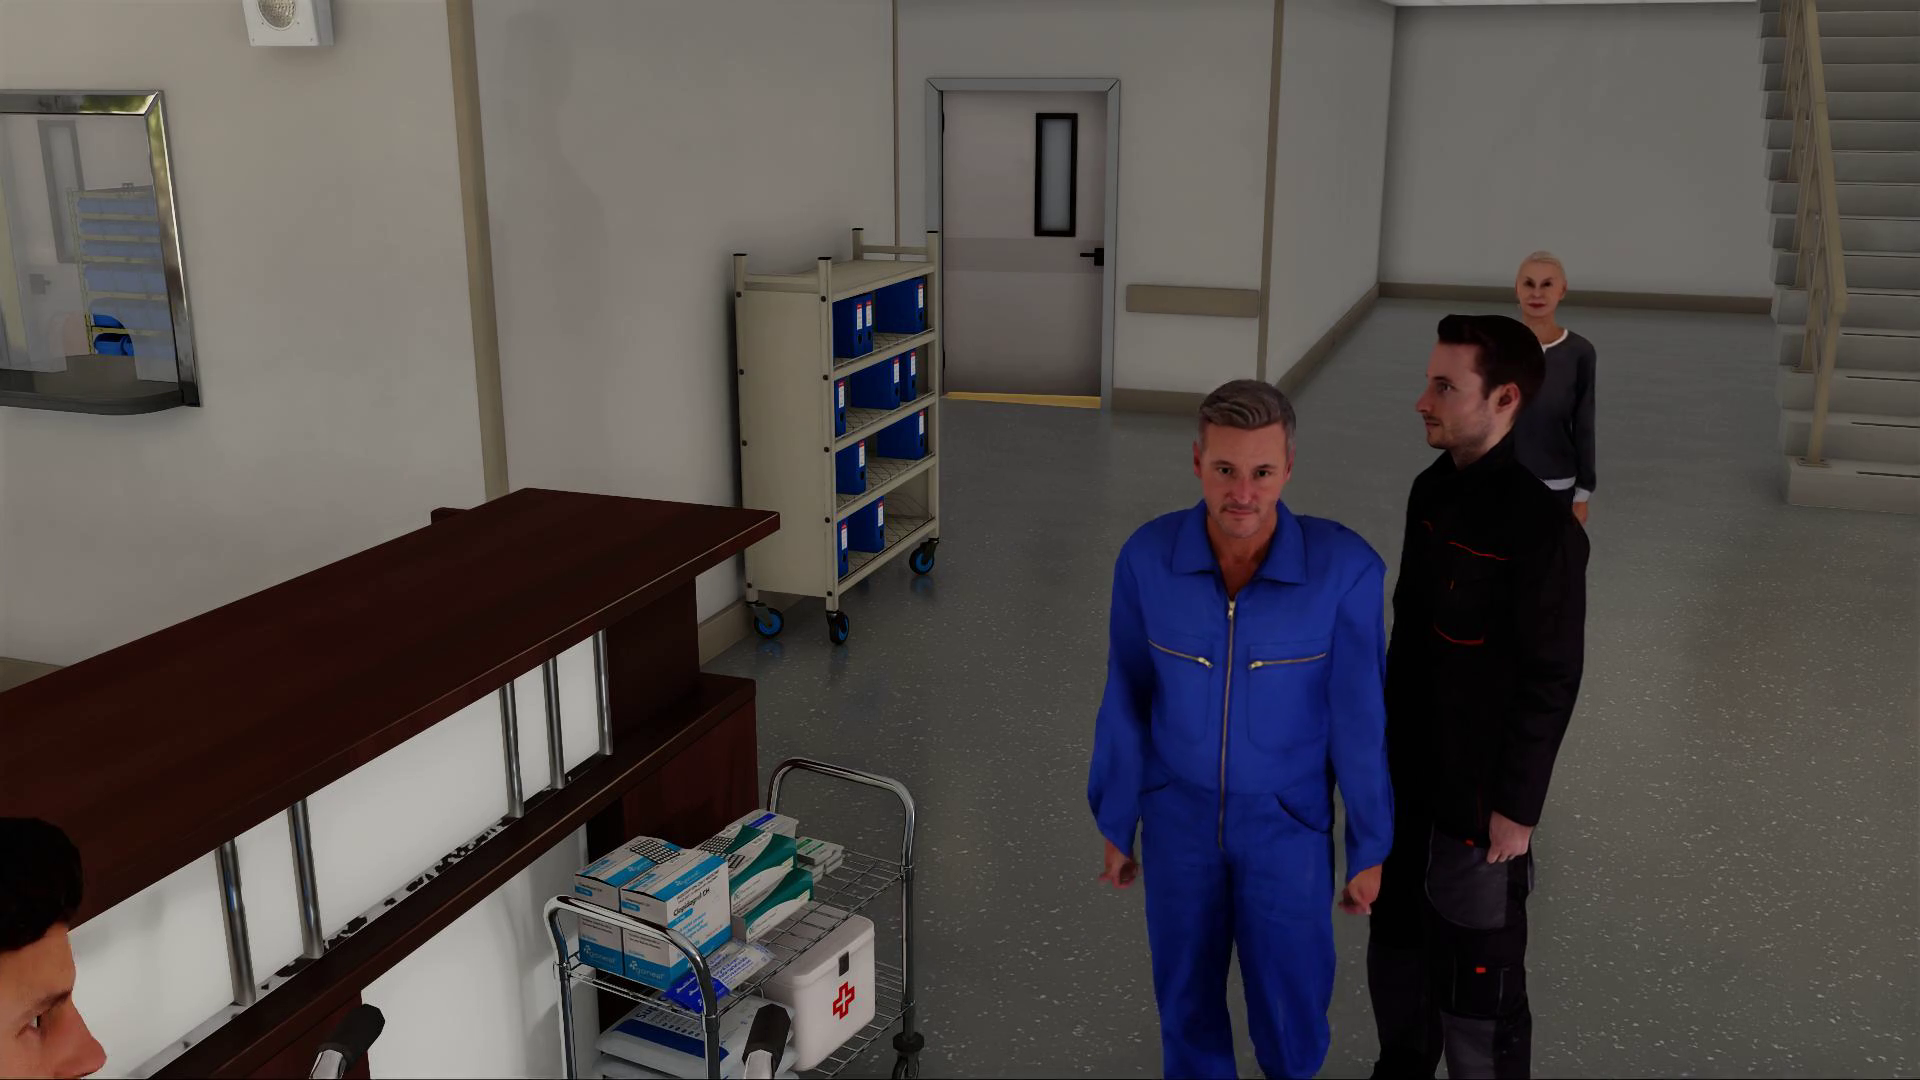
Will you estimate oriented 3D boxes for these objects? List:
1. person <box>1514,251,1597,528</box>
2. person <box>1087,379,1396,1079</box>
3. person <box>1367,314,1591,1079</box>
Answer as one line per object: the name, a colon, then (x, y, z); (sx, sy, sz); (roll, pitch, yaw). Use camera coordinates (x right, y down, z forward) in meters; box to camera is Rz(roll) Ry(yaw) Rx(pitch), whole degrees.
person: (2.154, -0.227, 6.290); (0.631, 1.709, 0.951); (5, 17, 18)
person: (0.577, 0.551, 3.346); (0.751, 1.808, 0.764); (6, 17, 20)
person: (0.992, 0.491, 3.366); (0.841, 1.913, 0.738); (-4, 16, -14)
